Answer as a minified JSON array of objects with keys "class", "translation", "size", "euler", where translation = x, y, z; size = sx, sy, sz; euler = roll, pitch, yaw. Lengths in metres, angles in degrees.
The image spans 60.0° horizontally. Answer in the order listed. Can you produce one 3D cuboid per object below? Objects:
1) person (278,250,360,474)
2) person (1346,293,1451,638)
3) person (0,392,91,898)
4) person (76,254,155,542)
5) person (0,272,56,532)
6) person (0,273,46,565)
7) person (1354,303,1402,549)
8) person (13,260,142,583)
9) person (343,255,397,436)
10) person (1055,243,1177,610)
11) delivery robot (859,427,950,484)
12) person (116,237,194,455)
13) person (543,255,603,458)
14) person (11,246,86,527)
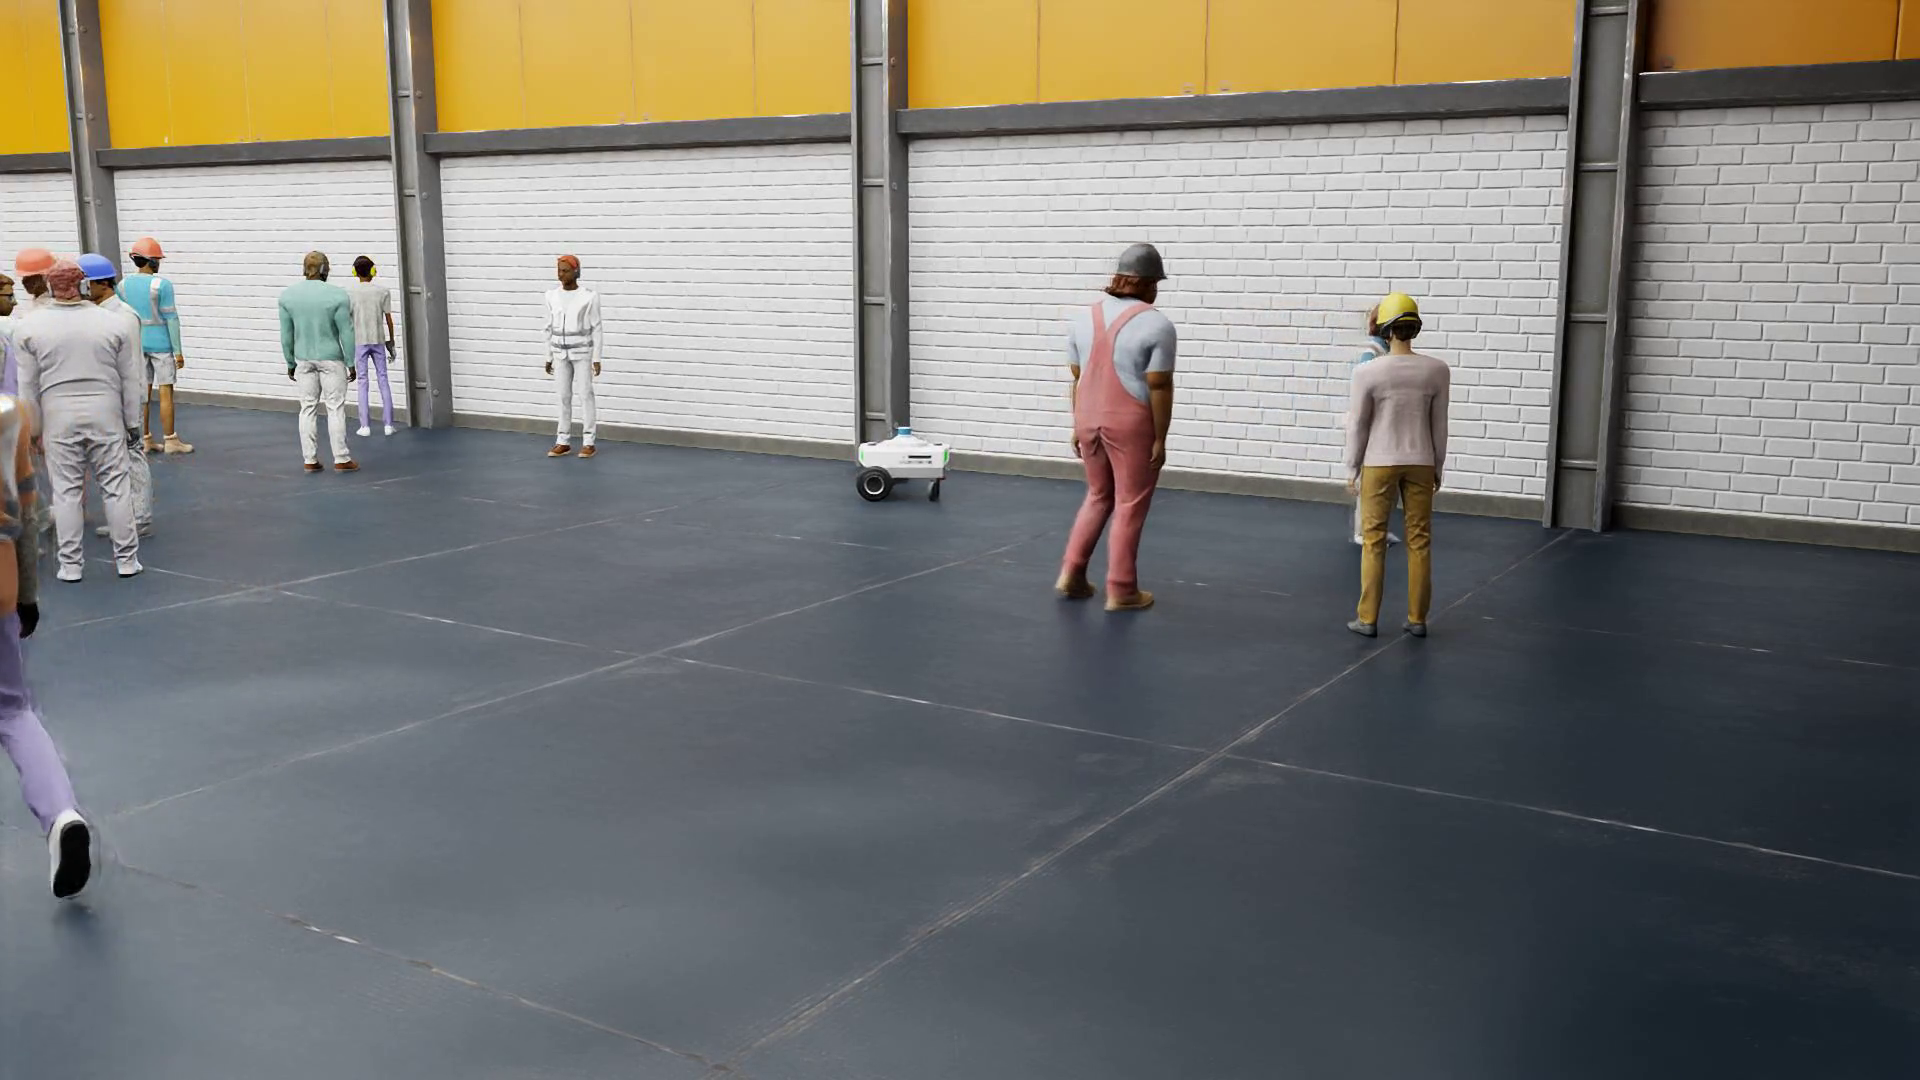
[{"class":"person","translation":[-5.547,-1.533,14.426],"size":[0.635,1.930,0.354],"euler":[0,10,2]},{"class":"person","translation":[2.215,-0.371,8.480],"size":[0.524,1.761,0.339],"euler":[-1,10,-3]},{"class":"person","translation":[-3.043,0.175,5.048],"size":[0.801,1.899,0.588],"euler":[7,13,35]},{"class":"person","translation":[-5.714,-0.953,11.223],"size":[0.617,1.933,0.421],"euler":[9,13,40]},{"class":"person","translation":[-6.493,-0.906,11.144],"size":[0.598,1.880,0.913],"euler":[0,10,-2]},{"class":"person","translation":[-5.922,-0.729,10.253],"size":[0.359,1.837,0.505],"euler":[-6,12,-29]},{"class":"person","translation":[2.784,-0.738,10.879],"size":[0.405,1.618,0.538],"euler":[7,13,36]},{"class":"person","translation":[-5.211,-0.698,9.877],"size":[0.639,1.907,0.409],"euler":[-6,12,-30]},{"class":"person","translation":[-6.133,-2.010,17.257],"size":[0.535,1.865,0.312],"euler":[-5,11,-26]},{"class":"person","translation":[0.923,-0.645,9.203],"size":[0.564,2.000,0.706],"euler":[-10,14,-43]},{"class":"delivery robot","translation":[-0.434,-0.646,13.066],"size":[0.707,0.478,0.477],"euler":[0,10,-1]},{"class":"person","translation":[-7.589,-1.813,15.670],"size":[0.607,2.044,0.376],"euler":[2,10,13]},{"class":"person","translation":[-3.609,-1.703,15.505],"size":[0.574,1.883,0.361],"euler":[3,11,15]},{"class":"person","translation":[-6.419,-1.065,11.698],"size":[0.672,1.972,0.486],"euler":[7,13,35]}]
